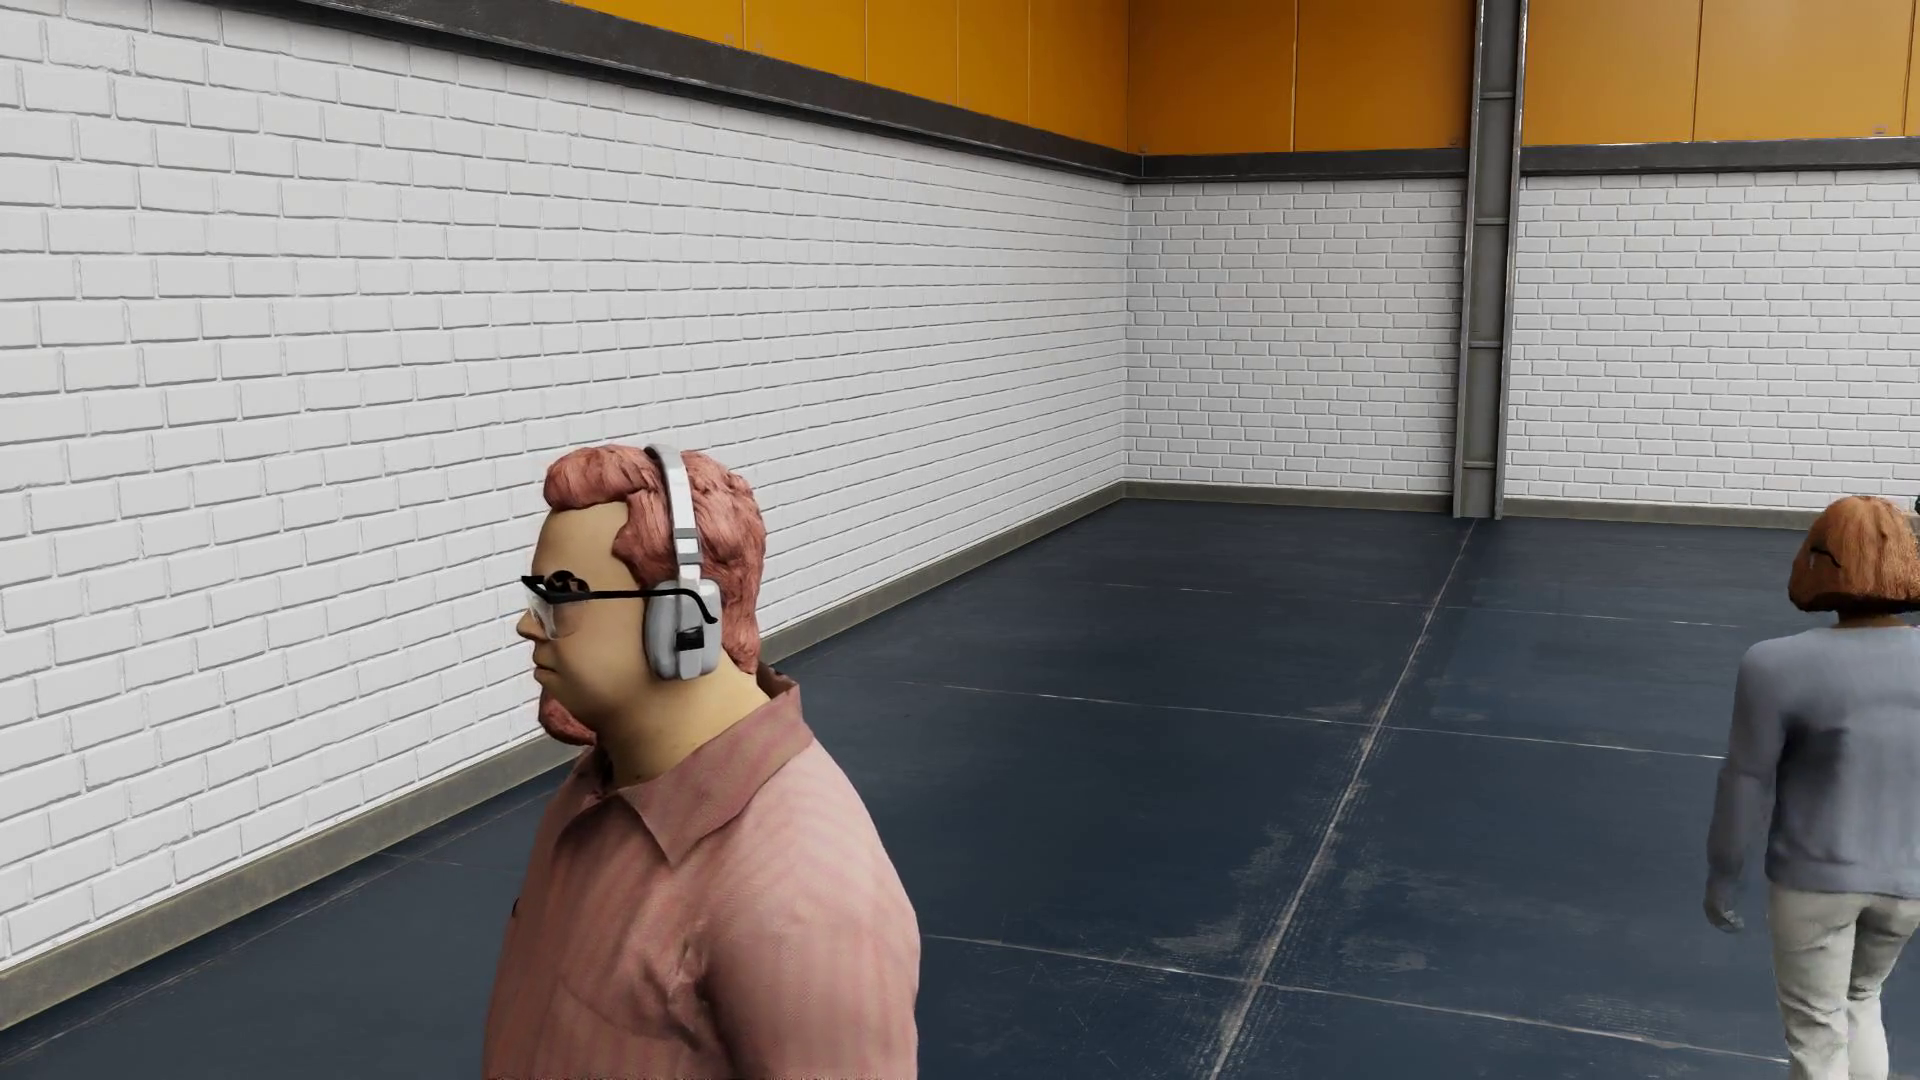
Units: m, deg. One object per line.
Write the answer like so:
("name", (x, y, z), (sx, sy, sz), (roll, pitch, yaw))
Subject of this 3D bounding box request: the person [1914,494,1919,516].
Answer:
("person", (5.406, -0.338, 9.013), (0.610, 1.966, 0.364), (-6, 11, -33))

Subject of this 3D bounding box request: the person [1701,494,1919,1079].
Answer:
("person", (1.835, 0.710, 3.487), (0.526, 1.615, 0.389), (0, 9, 0))

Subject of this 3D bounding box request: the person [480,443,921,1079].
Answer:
("person", (-0.300, 0.849, 1.748), (0.401, 1.909, 0.641), (-5, 10, -27))
